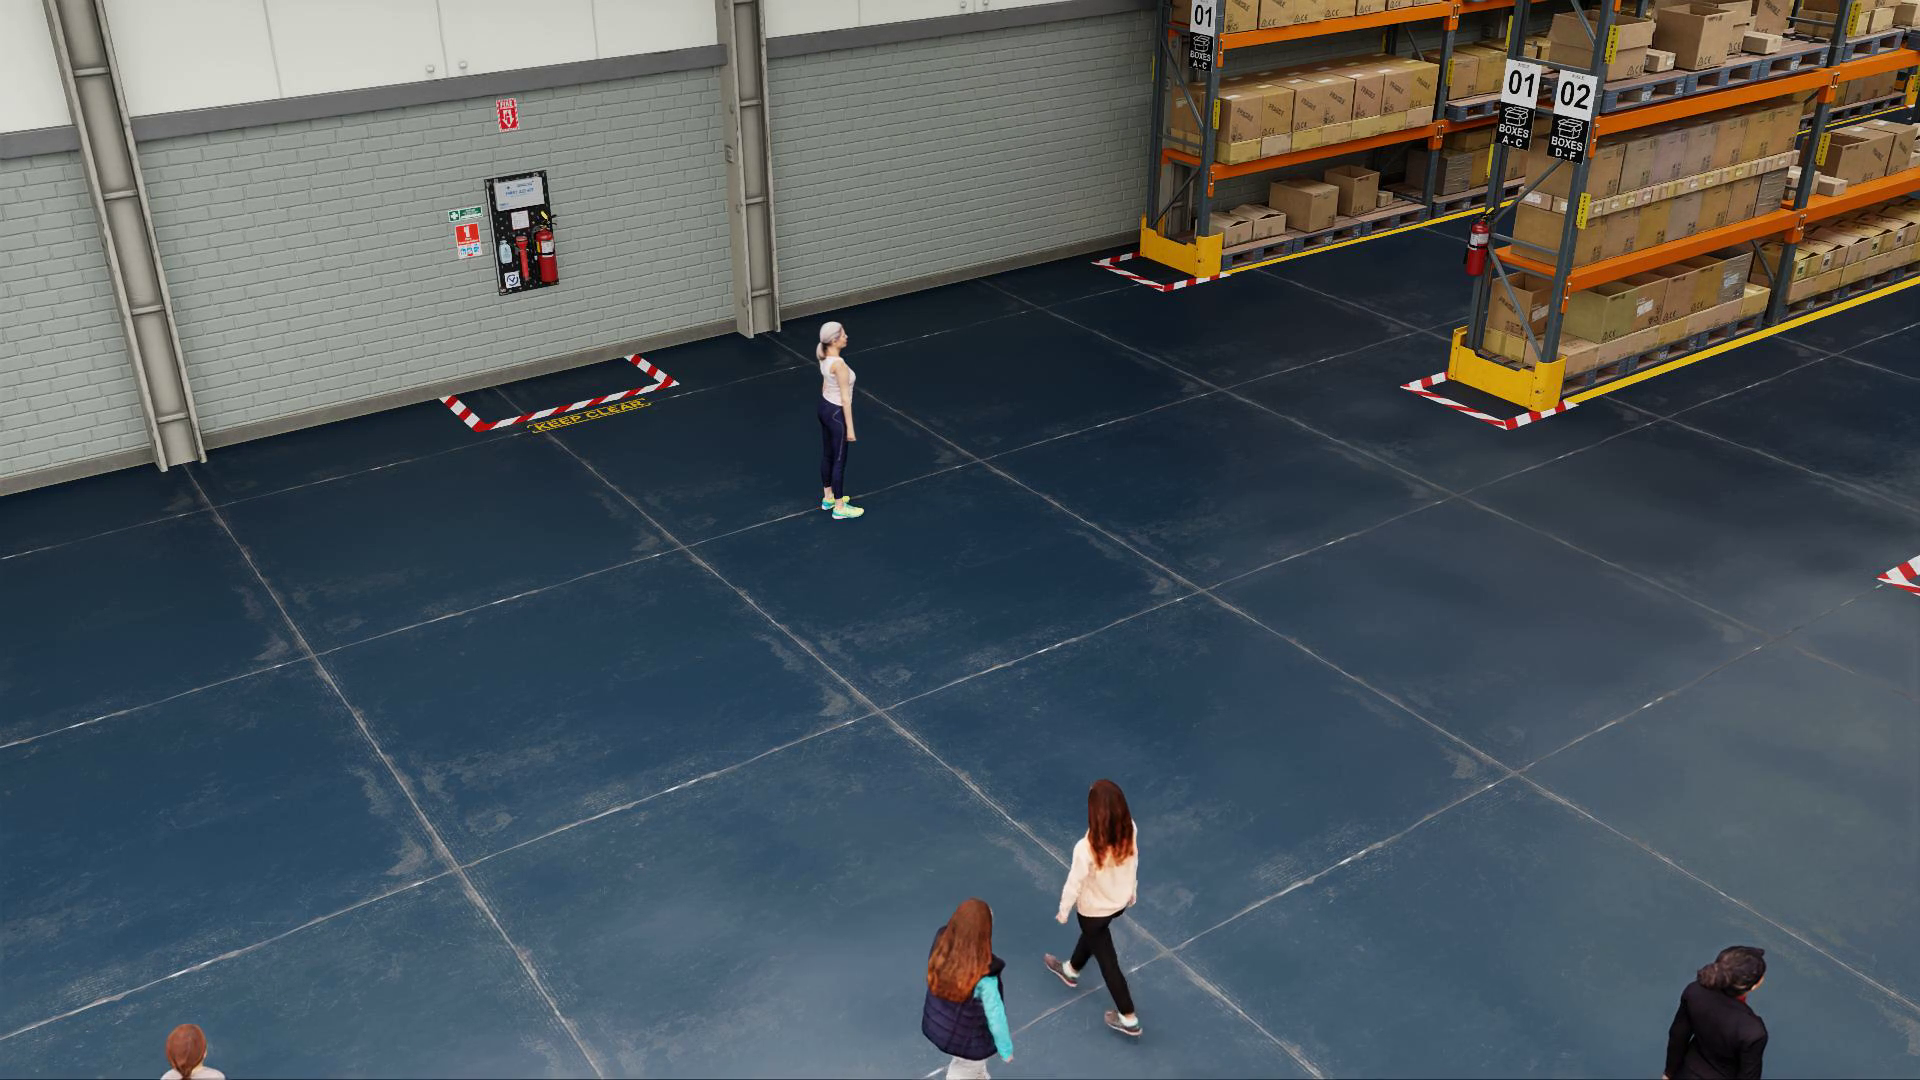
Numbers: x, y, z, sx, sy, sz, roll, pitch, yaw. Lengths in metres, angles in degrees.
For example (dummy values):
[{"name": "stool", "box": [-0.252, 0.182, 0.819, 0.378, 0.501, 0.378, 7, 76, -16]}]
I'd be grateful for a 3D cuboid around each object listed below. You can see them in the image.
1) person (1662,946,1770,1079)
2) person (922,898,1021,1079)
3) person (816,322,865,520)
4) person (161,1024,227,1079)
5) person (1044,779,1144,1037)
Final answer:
[{"name": "person", "box": [3.275, 2.432, 7.280, 0.613, 1.640, 0.573, -16, 31, -29]}, {"name": "person", "box": [-0.040, 2.311, 7.699, 0.865, 1.472, 0.586, -17, 32, -30]}, {"name": "person", "box": [-1.050, -1.014, 13.906, 0.561, 1.703, 0.617, -14, 30, -25]}, {"name": "person", "box": [-3.334, 2.640, 7.365, 0.545, 1.194, 0.617, 2, 27, 4]}, {"name": "person", "box": [0.766, 1.902, 8.516, 0.927, 1.451, 0.733, -23, 35, -37]}]
